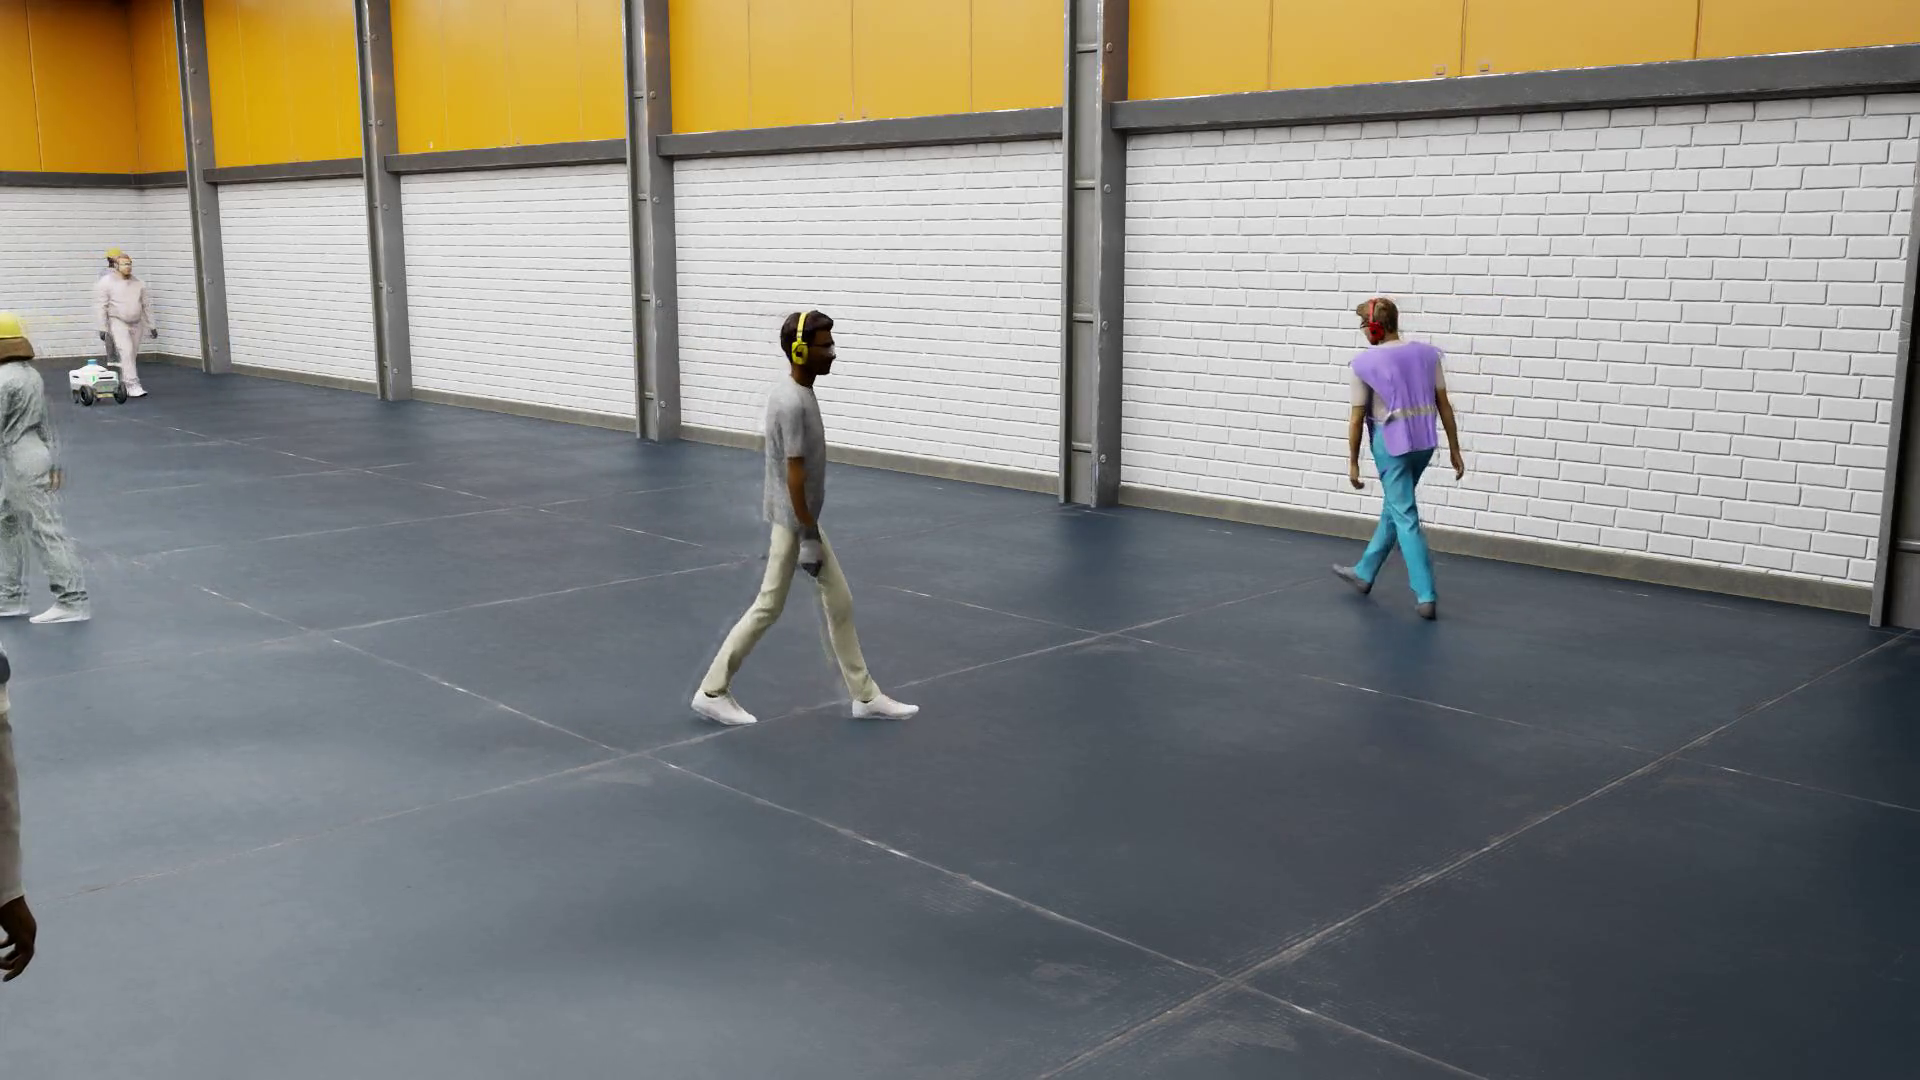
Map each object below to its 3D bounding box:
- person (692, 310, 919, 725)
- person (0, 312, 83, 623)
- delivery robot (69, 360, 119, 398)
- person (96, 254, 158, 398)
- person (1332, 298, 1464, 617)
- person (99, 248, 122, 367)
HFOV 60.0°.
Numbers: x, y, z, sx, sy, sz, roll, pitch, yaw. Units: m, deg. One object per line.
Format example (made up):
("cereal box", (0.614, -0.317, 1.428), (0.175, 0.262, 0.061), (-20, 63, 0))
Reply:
("person", (-0.719, -0.080, 7.202), (0.987, 1.827, 0.552), (0, 10, 2))
("person", (-5.230, -0.381, 9.111), (0.745, 1.717, 0.502), (-2, 11, -12))
("delivery robot", (-10.975, -2.040, 21.069), (0.707, 0.478, 0.477), (8, 13, 39))
("person", (-10.855, -2.798, 21.831), (0.863, 1.872, 0.680), (6, 12, 31))
("person", (2.503, -0.484, 9.520), (0.643, 1.771, 0.960), (-4, 11, -22))
("person", (-13.686, -3.761, 26.995), (0.583, 1.919, 0.390), (6, 12, 31))
